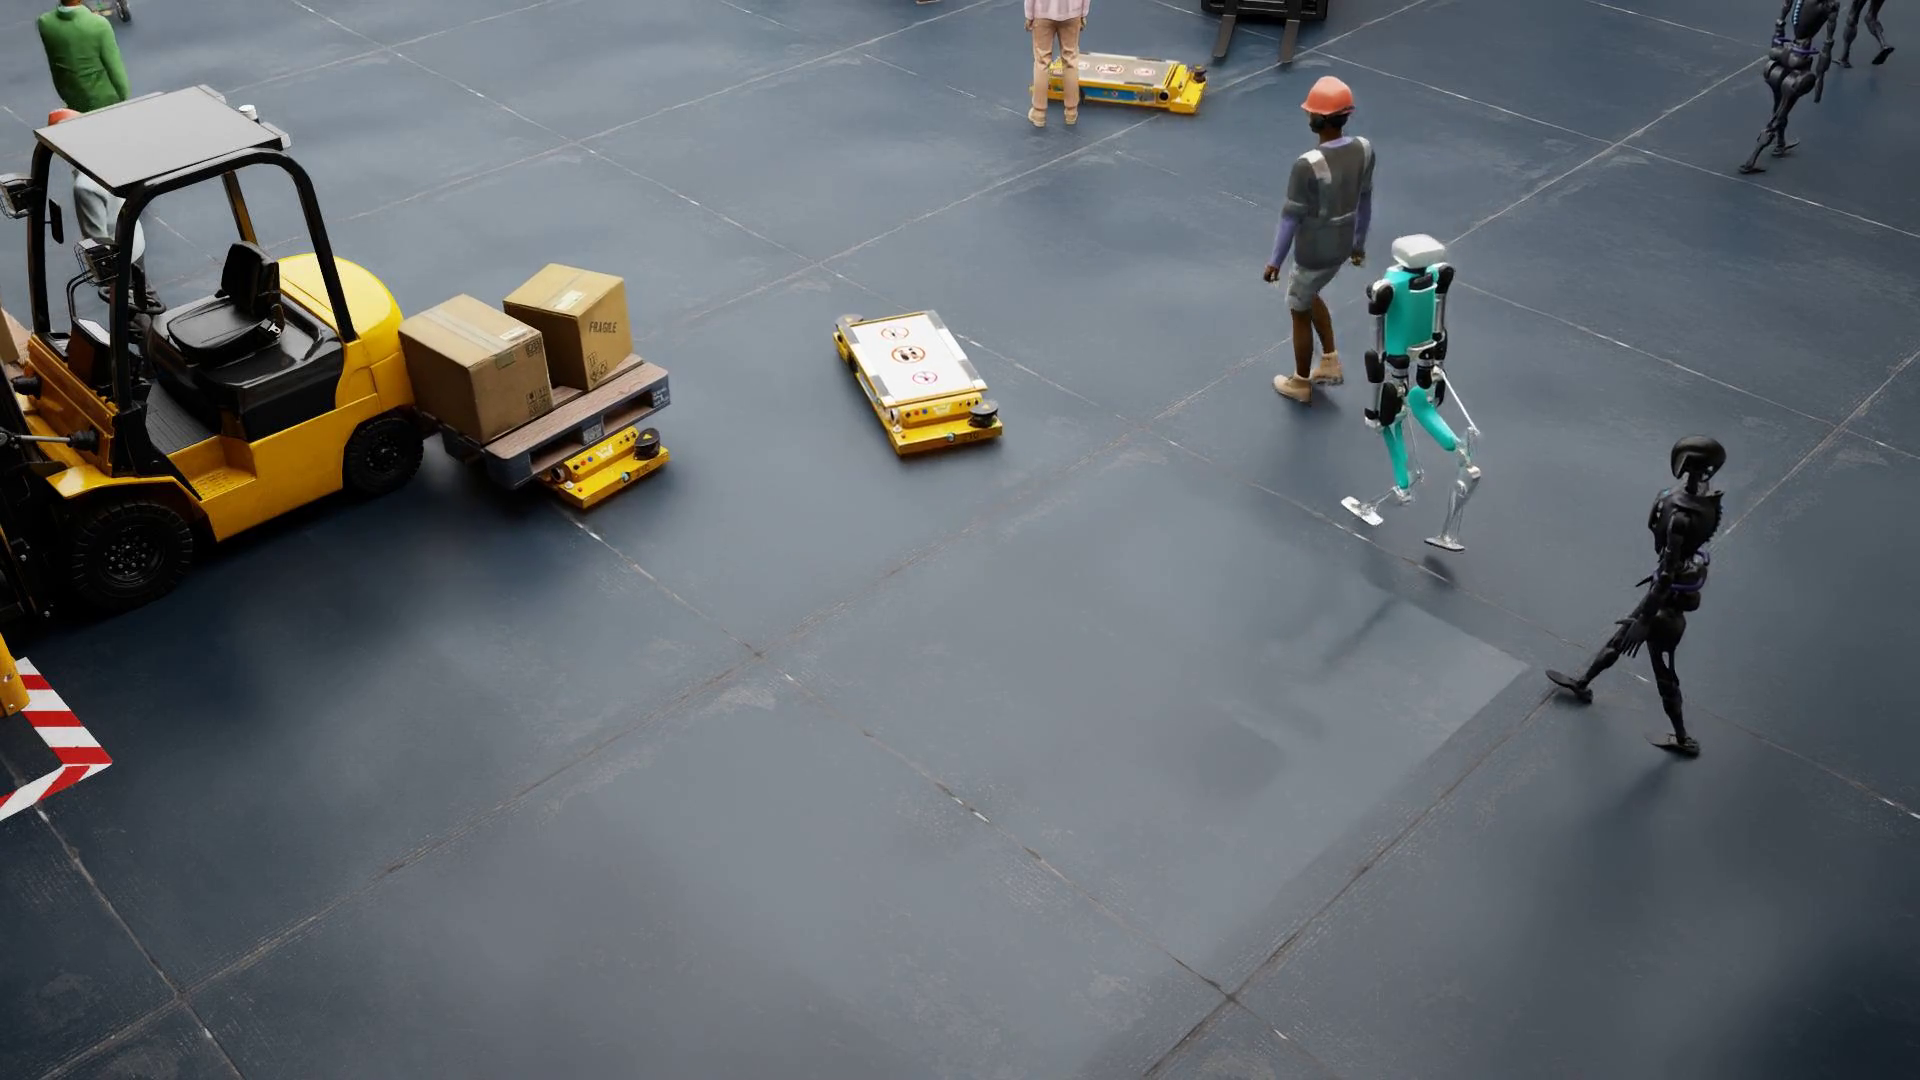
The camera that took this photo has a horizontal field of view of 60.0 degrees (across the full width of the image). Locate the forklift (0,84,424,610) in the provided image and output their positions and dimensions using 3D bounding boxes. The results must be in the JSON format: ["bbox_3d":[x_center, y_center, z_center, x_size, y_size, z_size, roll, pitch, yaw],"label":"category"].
[{"bbox_3d":[-4.145,-1.093,8.856,2.313,2.155,1.214,-31,47,-34],"label":"forklift"}]

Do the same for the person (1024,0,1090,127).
[{"bbox_3d":[0.777,-4.201,13.354,0.539,1.781,0.398,-5,37,-6],"label":"person"}]

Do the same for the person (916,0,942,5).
[{"bbox_3d":[-0.372,-6.062,15.730,0.373,1.934,0.628,-22,42,-27],"label":"person"}]

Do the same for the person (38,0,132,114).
[{"bbox_3d":[-6.247,-3.186,12.008,0.539,1.767,0.645,-4,37,-5],"label":"person"}]

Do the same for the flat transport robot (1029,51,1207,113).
[{"bbox_3d":[1.362,-3.932,14.260,1.431,0.231,0.659,9,38,12],"label":"flat transport robot"}]

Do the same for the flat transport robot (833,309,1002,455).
[{"bbox_3d":[-0.286,-1.026,10.370,0.659,0.231,1.431,-12,38,-15],"label":"flat transport robot"}]

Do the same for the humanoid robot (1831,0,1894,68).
[{"bbox_3d":[7.964,-4.868,14.342,0.586,1.644,0.507,-9,38,-12],"label":"humanoid robot"}]

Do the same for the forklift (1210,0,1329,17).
[{"bbox_3d":[3.106,-6.400,15.960,1.214,2.155,2.313,8,37,10],"label":"forklift"}]

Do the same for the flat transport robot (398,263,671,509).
[{"bbox_3d":[-2.461,-0.649,9.866,1.431,0.231,0.659,27,44,31],"label":"flat transport robot"}]

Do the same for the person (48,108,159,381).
[{"bbox_3d":[-5.186,-1.799,10.178,0.350,1.738,0.572,-5,37,-6],"label":"person"}]

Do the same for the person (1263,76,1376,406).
[{"bbox_3d":[2.110,-1.745,9.872,0.643,2.020,0.458,-26,44,-31],"label":"person"}]

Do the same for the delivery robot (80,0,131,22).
[{"bbox_3d":[-8.204,-5.151,15.654,0.499,0.595,0.781,-25,43,-30],"label":"delivery robot"}]

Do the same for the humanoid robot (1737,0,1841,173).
[{"bbox_3d":[6.418,-3.642,12.711,0.716,1.633,0.596,-13,39,-16],"label":"humanoid robot"}]

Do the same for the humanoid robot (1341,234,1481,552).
[{"bbox_3d":[2.487,-0.624,8.655,0.532,1.772,0.989,-21,41,-25],"label":"humanoid robot"}]

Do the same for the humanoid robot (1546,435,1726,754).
[{"bbox_3d":[3.170,0.232,7.542,0.753,1.630,0.589,17,40,21],"label":"humanoid robot"}]
